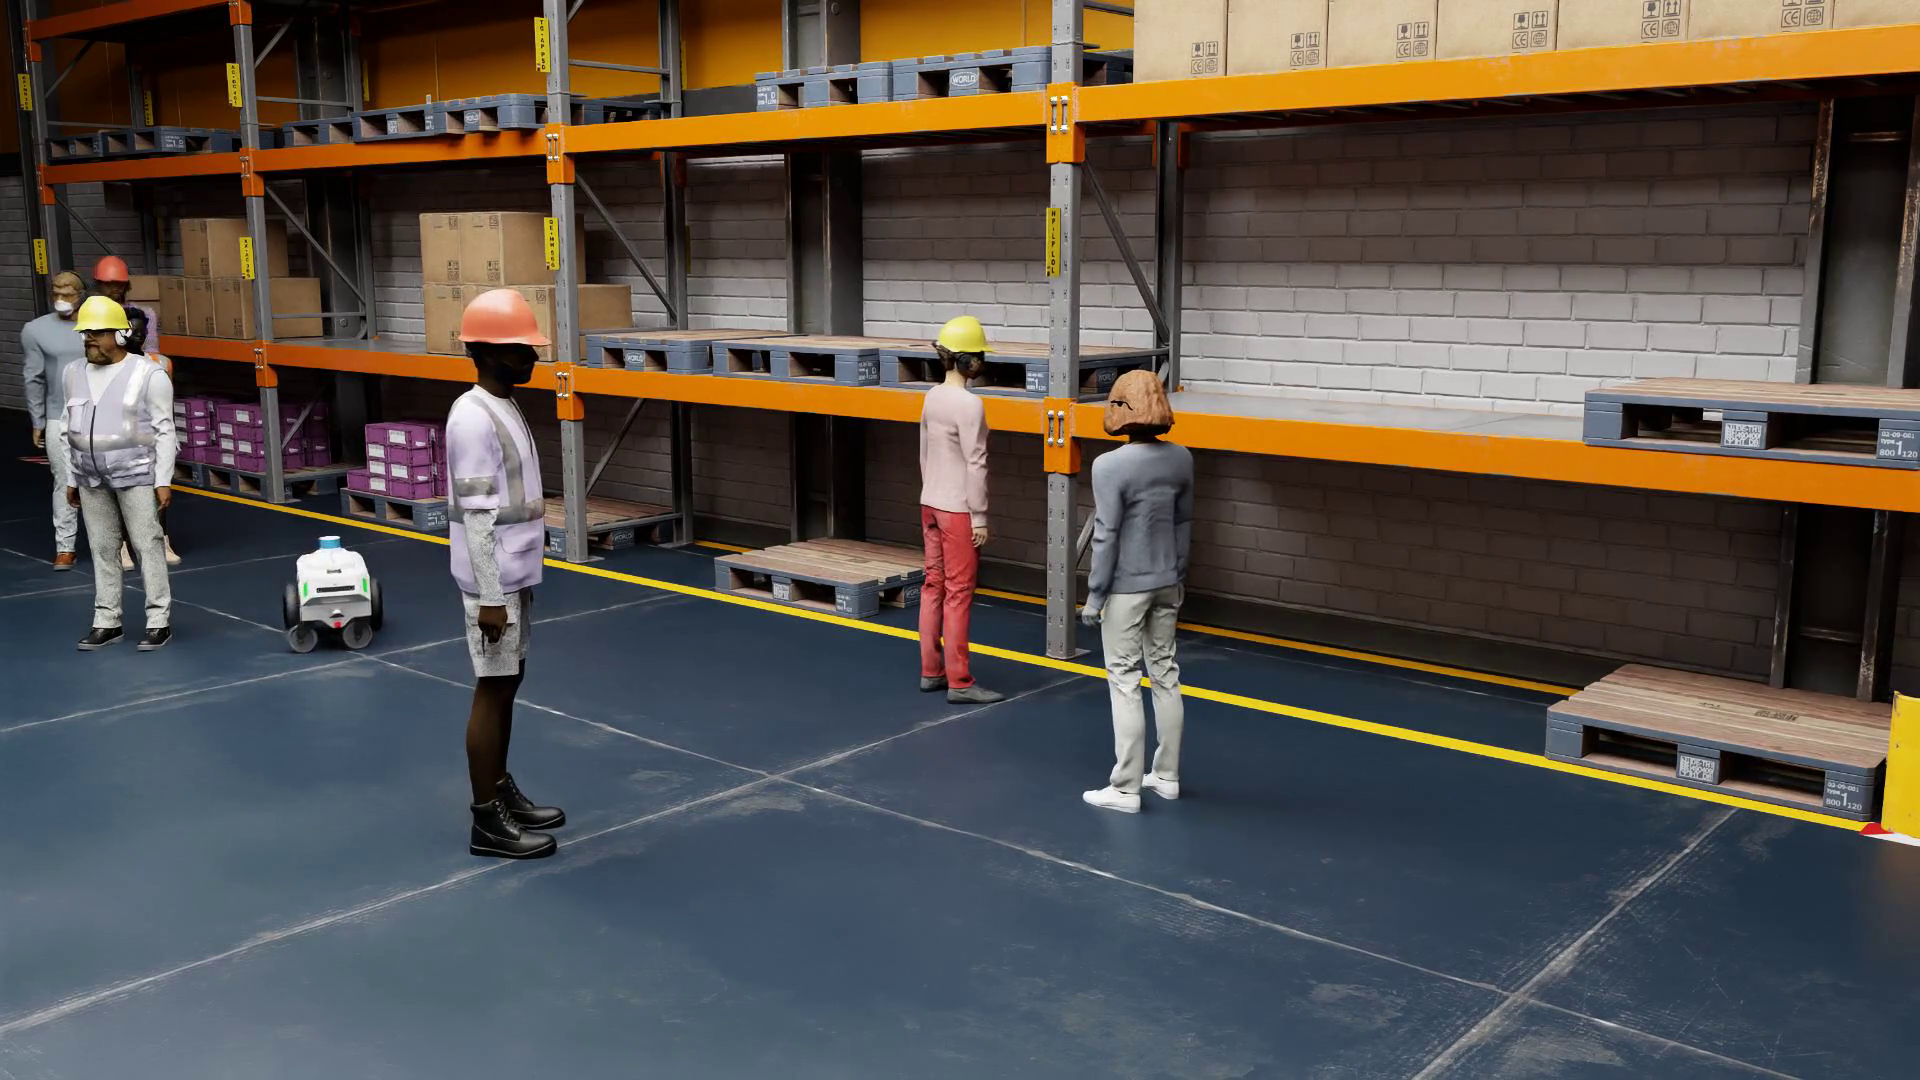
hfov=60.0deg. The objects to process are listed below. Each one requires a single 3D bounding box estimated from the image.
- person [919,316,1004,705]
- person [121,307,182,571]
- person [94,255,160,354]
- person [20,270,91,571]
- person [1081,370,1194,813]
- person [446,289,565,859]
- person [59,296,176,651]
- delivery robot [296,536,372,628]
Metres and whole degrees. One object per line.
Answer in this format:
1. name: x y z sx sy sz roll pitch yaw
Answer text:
1. person: -0.008 -0.137 7.640 0.330 1.768 0.526 -5 11 -26
2. person: -5.333 -0.657 10.792 0.321 1.699 0.529 9 13 40
3. person: -6.506 -1.181 12.860 0.621 2.024 0.777 -7 12 -36
4. person: -5.682 -0.770 10.770 0.628 1.934 0.374 -5 11 -25
5. person: 0.656 0.190 6.159 0.509 1.632 0.269 -8 13 -40
6. person: -1.550 0.115 5.717 0.368 1.935 0.552 -1 10 -5
7. person: -4.350 -0.334 8.576 0.597 1.832 0.404 1 10 4
8. delivery robot: -3.309 0.223 8.773 0.477 0.478 0.707 -4 11 -22
